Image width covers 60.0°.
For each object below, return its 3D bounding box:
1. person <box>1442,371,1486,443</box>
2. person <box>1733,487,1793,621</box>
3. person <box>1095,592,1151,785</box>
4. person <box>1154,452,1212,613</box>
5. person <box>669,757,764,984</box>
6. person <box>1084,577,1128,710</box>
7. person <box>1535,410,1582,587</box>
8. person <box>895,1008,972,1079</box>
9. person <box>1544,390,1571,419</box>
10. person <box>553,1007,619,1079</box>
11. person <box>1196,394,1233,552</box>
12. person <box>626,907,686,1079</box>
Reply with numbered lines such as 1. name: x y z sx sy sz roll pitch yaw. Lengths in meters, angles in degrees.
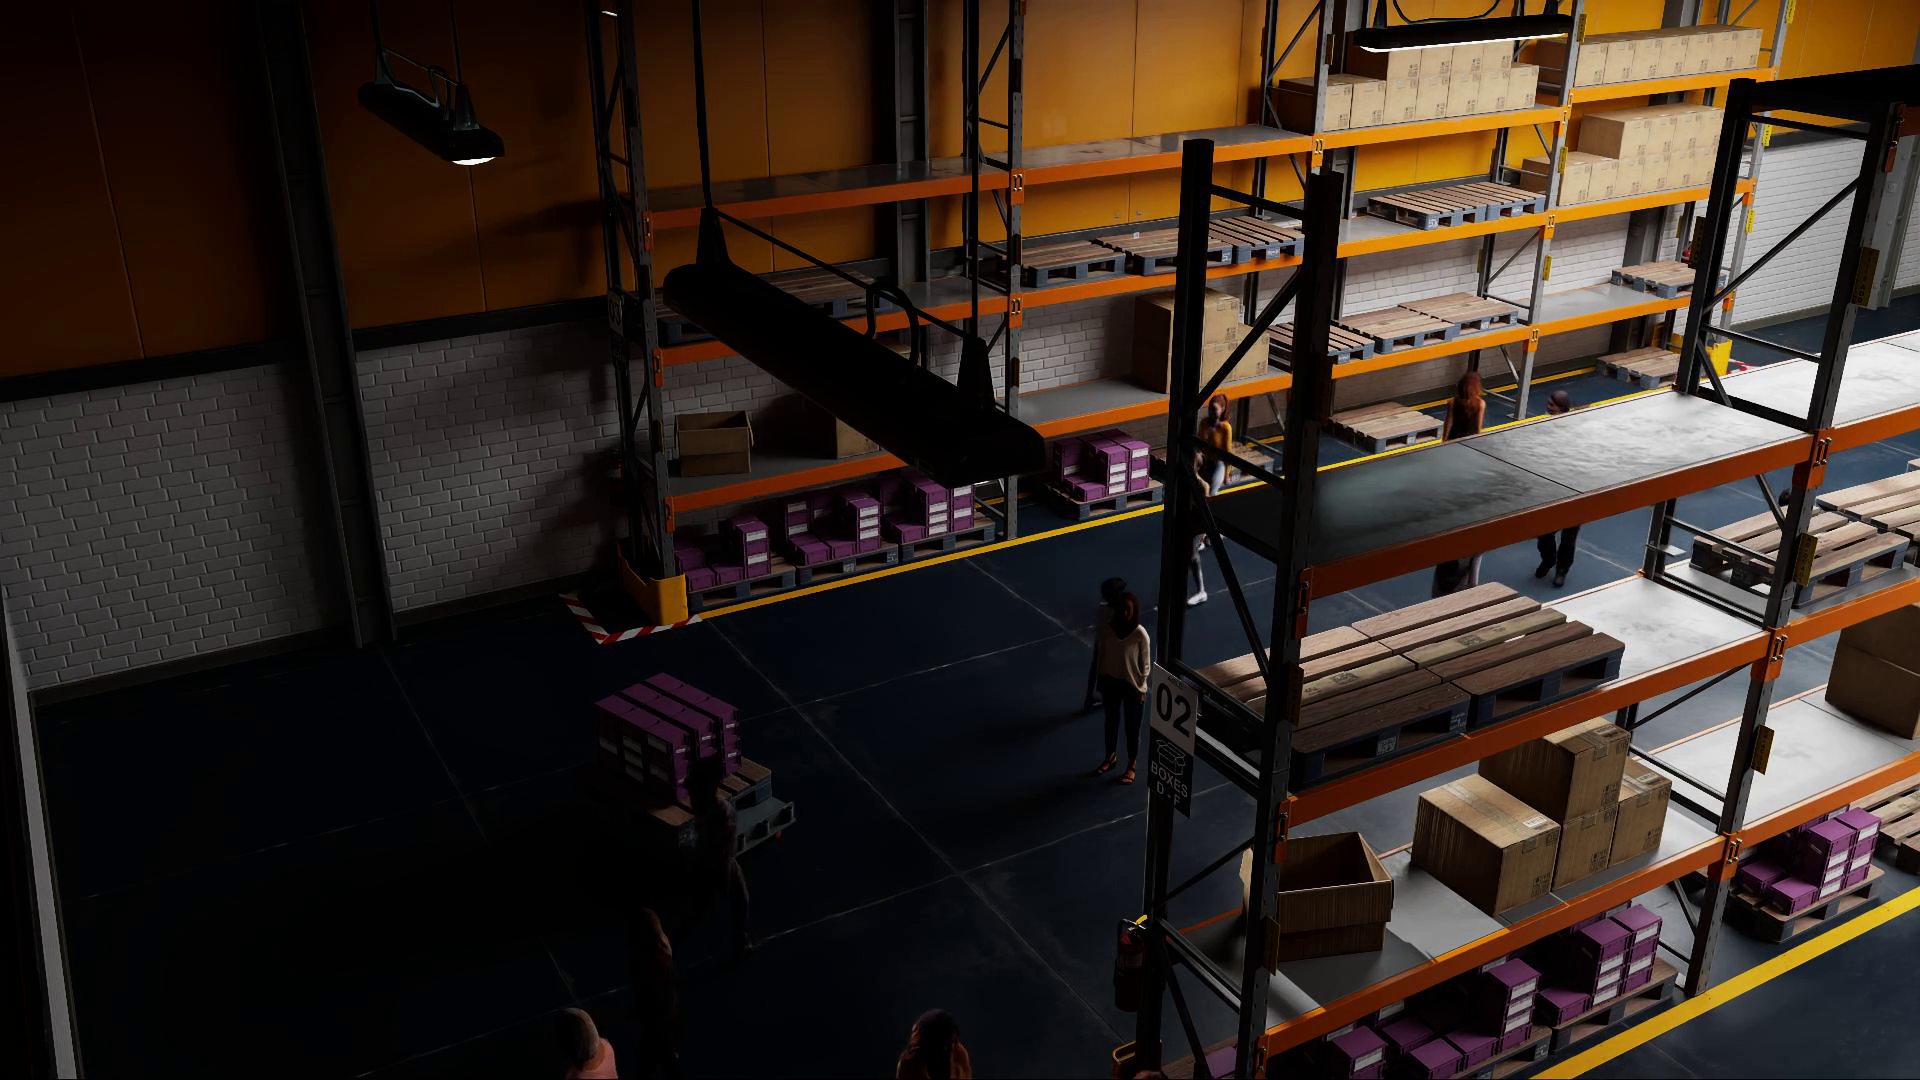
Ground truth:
1. person: 5.561 -0.944 18.444 0.797 1.807 0.857 6 24 13
2. person: 7.832 0.228 16.128 1.055 1.515 0.669 -8 25 -17
3. person: 1.349 1.195 13.707 0.698 1.682 0.683 15 28 31
4. person: 2.378 -0.093 16.664 1.025 1.674 0.657 -16 28 -32
5. person: -1.730 2.260 11.264 1.138 1.688 0.737 -20 31 -38
6. person: 1.283 0.947 14.843 0.911 1.225 0.607 -19 30 -37
7. person: 6.309 -0.471 17.214 0.842 1.925 0.855 13 27 27
8. person: -0.170 3.217 9.079 1.040 1.685 0.833 -8 25 -19
9. person: 6.577 -0.866 18.434 1.008 1.671 0.797 -9 25 -19
10. person: -1.897 3.240 8.998 1.007 1.706 0.932 5 24 11
11. person: 2.815 -0.775 18.165 0.985 1.721 0.708 -19 30 -36
12. person: -1.701 2.875 9.847 0.830 1.696 0.762 1 24 1
